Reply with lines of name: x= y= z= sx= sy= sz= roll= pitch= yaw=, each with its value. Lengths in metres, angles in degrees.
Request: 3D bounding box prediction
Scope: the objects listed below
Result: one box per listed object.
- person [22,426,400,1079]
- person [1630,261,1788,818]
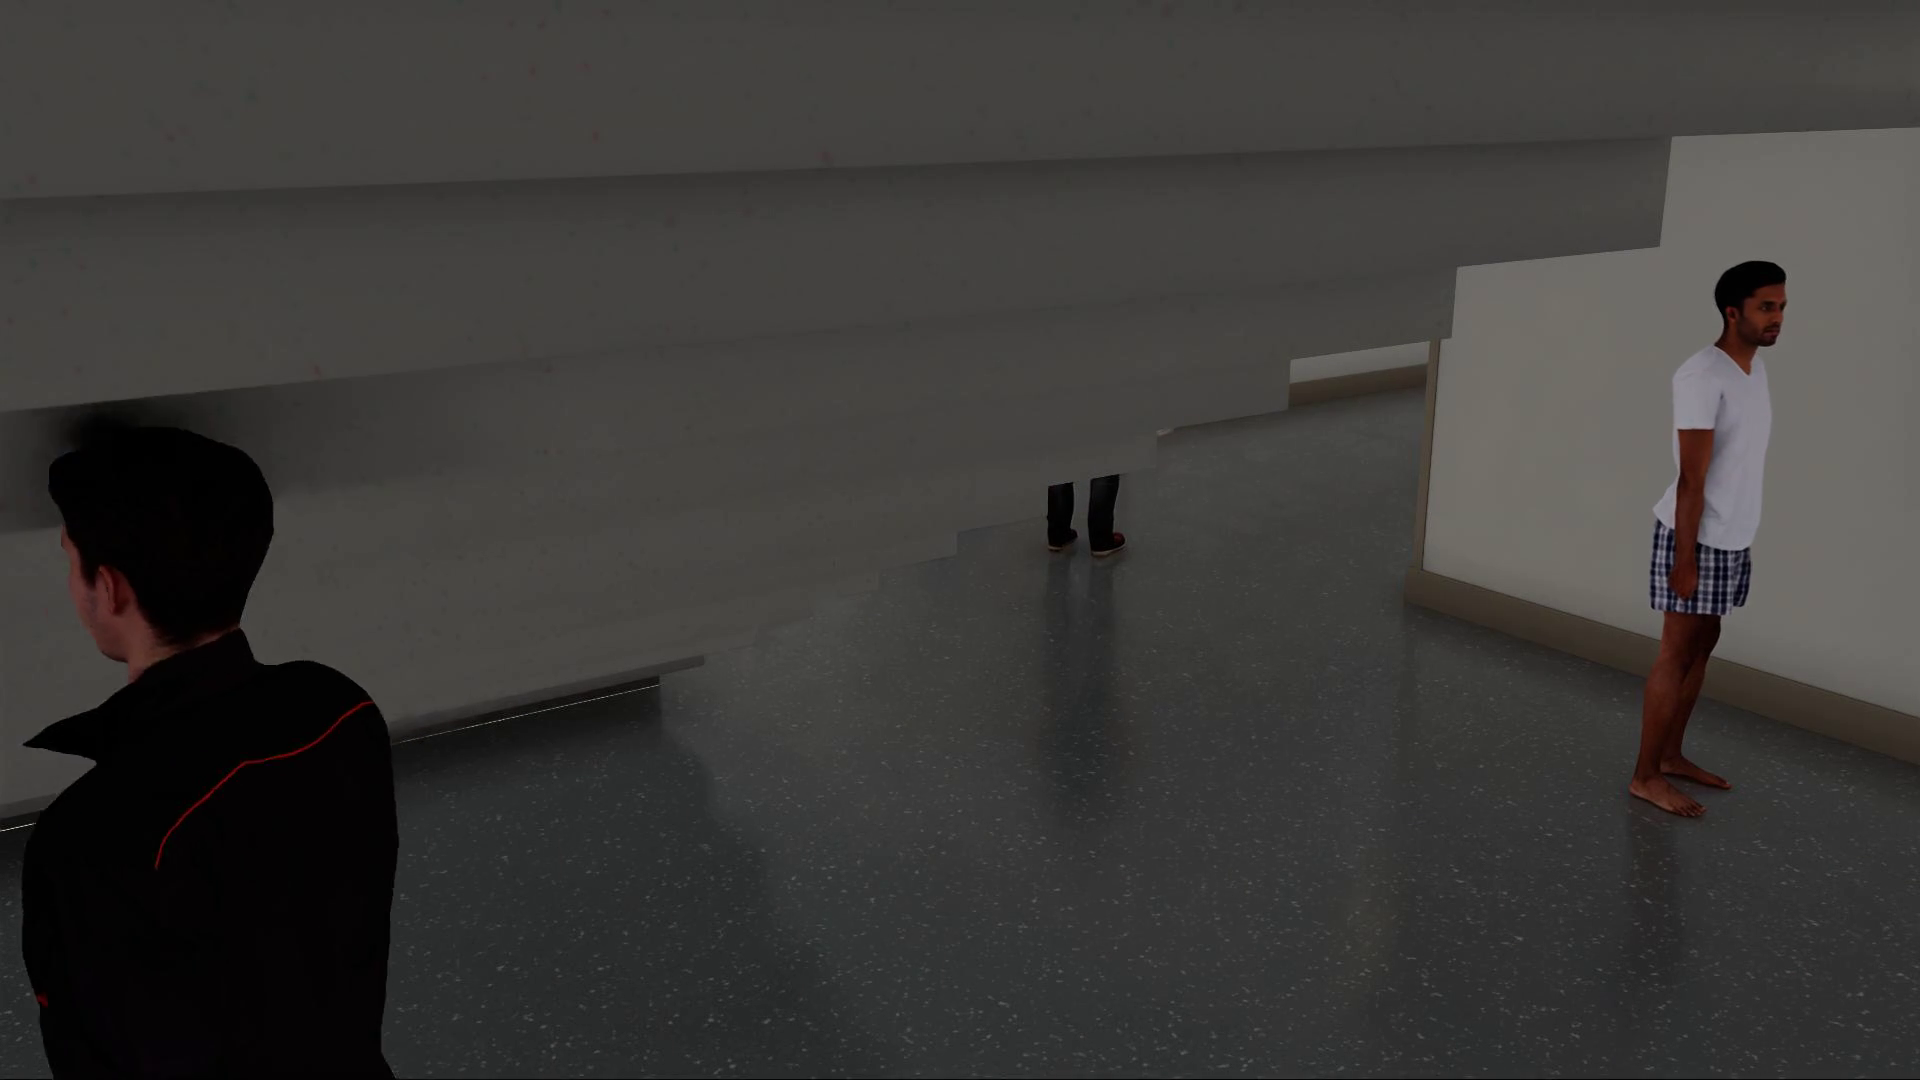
person: x=-0.721 y=0.836 z=1.950 sx=1.329 sy=1.877 sz=1.209 roll=4 pitch=16 yaw=13
person: x=2.353 y=-0.017 z=5.245 sx=0.595 sy=1.731 sz=0.667 roll=14 pitch=21 yaw=41
